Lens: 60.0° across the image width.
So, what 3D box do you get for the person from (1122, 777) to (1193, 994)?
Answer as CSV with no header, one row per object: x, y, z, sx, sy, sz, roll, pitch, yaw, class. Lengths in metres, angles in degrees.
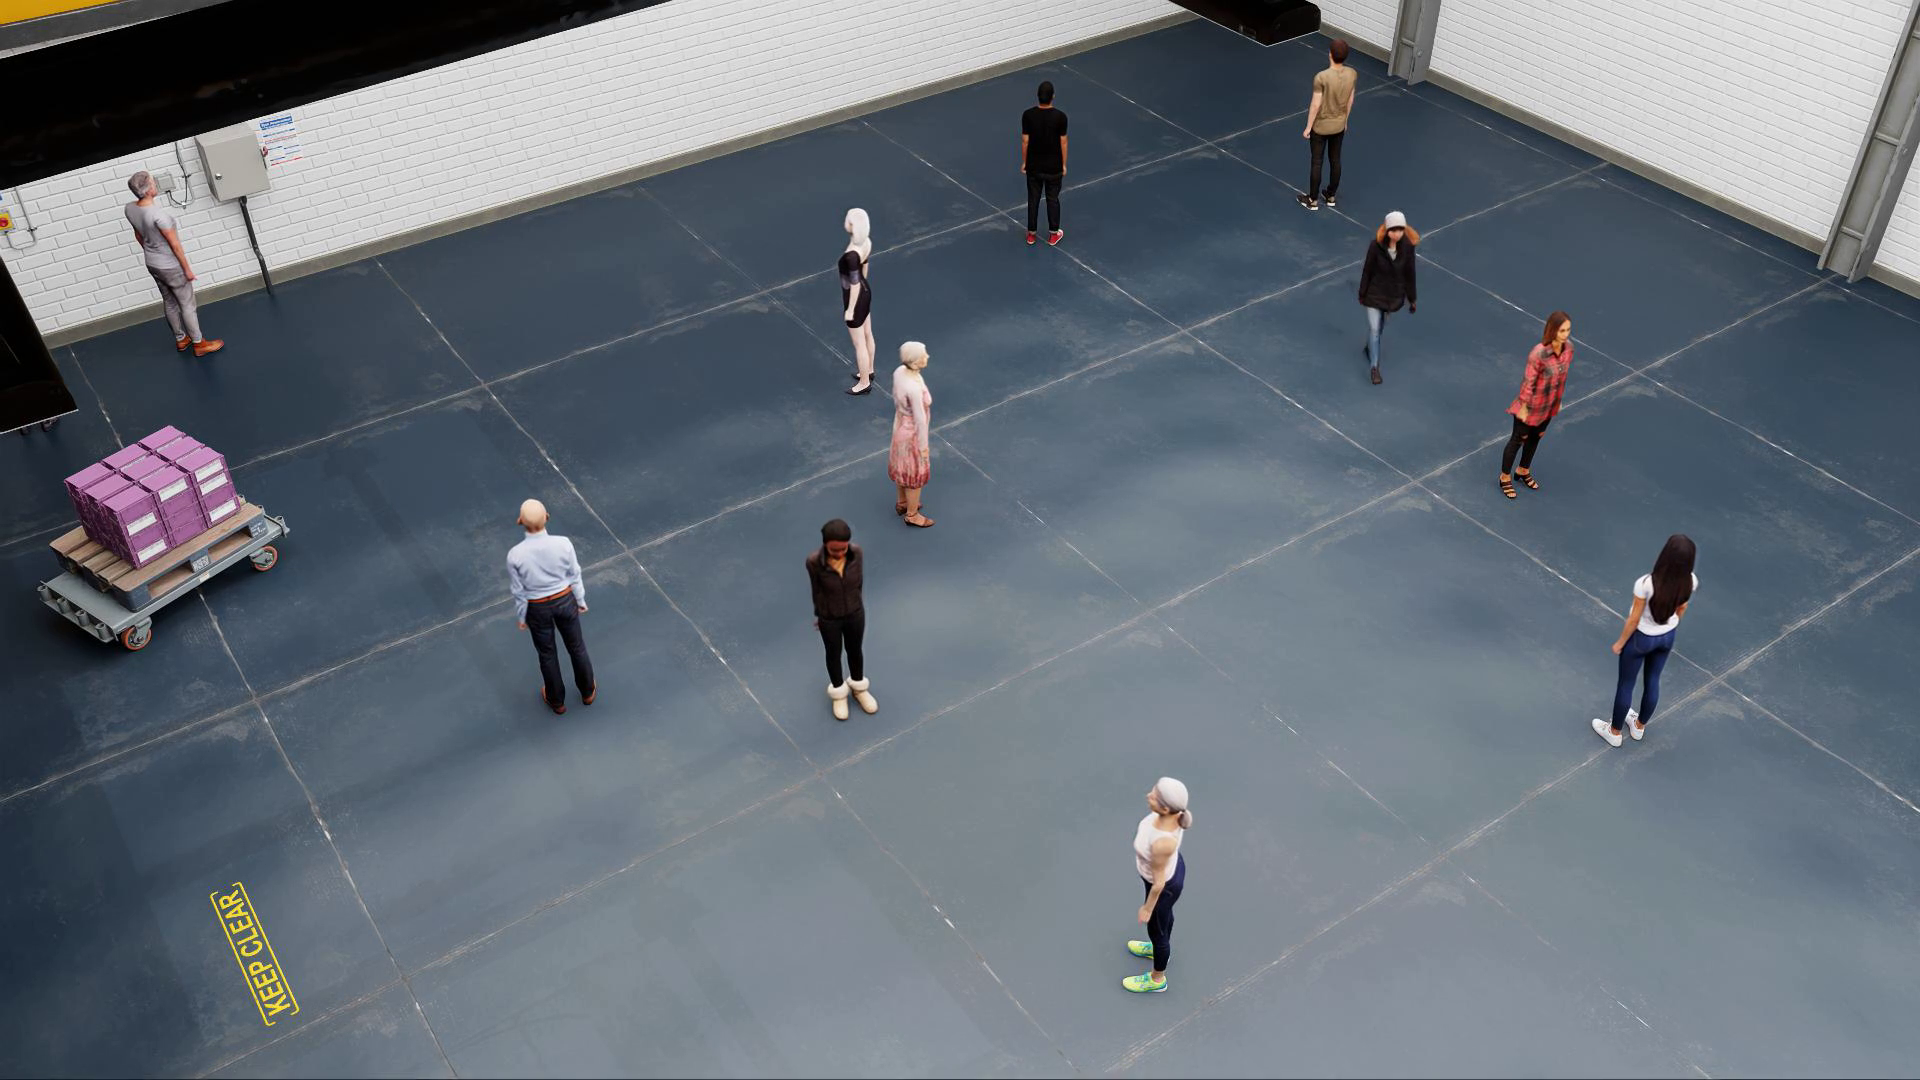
1.185,2.008,9.751,0.728,1.703,0.674,7,39,9,person

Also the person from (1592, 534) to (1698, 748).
4.704,0.689,11.346,0.661,1.774,0.643,-8,39,-10,person

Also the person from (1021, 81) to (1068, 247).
0.866,-3.861,17.056,0.720,1.758,0.781,7,39,8,person

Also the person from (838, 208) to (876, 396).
-0.904,-2.130,14.831,0.698,1.830,0.649,8,39,10,person

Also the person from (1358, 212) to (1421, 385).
3.873,-2.292,15.218,0.932,1.600,1.090,-3,39,-4,person

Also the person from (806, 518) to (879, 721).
-0.845,0.503,11.671,0.676,1.659,0.617,-23,44,-26,person

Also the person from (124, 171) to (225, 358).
-7.322,-2.541,15.344,0.683,1.832,0.830,18,42,21,person

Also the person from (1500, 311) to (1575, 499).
4.754,-1.129,13.679,0.635,1.703,0.586,-18,42,-21,person

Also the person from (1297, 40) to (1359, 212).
3.921,-4.412,17.671,0.718,1.851,0.659,-13,40,-15,person

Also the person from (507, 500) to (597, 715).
-2.857,0.470,11.607,0.688,1.790,0.618,-16,41,-19,person

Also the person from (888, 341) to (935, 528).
-0.394,-0.855,13.347,0.709,1.691,0.576,-15,41,-18,person
